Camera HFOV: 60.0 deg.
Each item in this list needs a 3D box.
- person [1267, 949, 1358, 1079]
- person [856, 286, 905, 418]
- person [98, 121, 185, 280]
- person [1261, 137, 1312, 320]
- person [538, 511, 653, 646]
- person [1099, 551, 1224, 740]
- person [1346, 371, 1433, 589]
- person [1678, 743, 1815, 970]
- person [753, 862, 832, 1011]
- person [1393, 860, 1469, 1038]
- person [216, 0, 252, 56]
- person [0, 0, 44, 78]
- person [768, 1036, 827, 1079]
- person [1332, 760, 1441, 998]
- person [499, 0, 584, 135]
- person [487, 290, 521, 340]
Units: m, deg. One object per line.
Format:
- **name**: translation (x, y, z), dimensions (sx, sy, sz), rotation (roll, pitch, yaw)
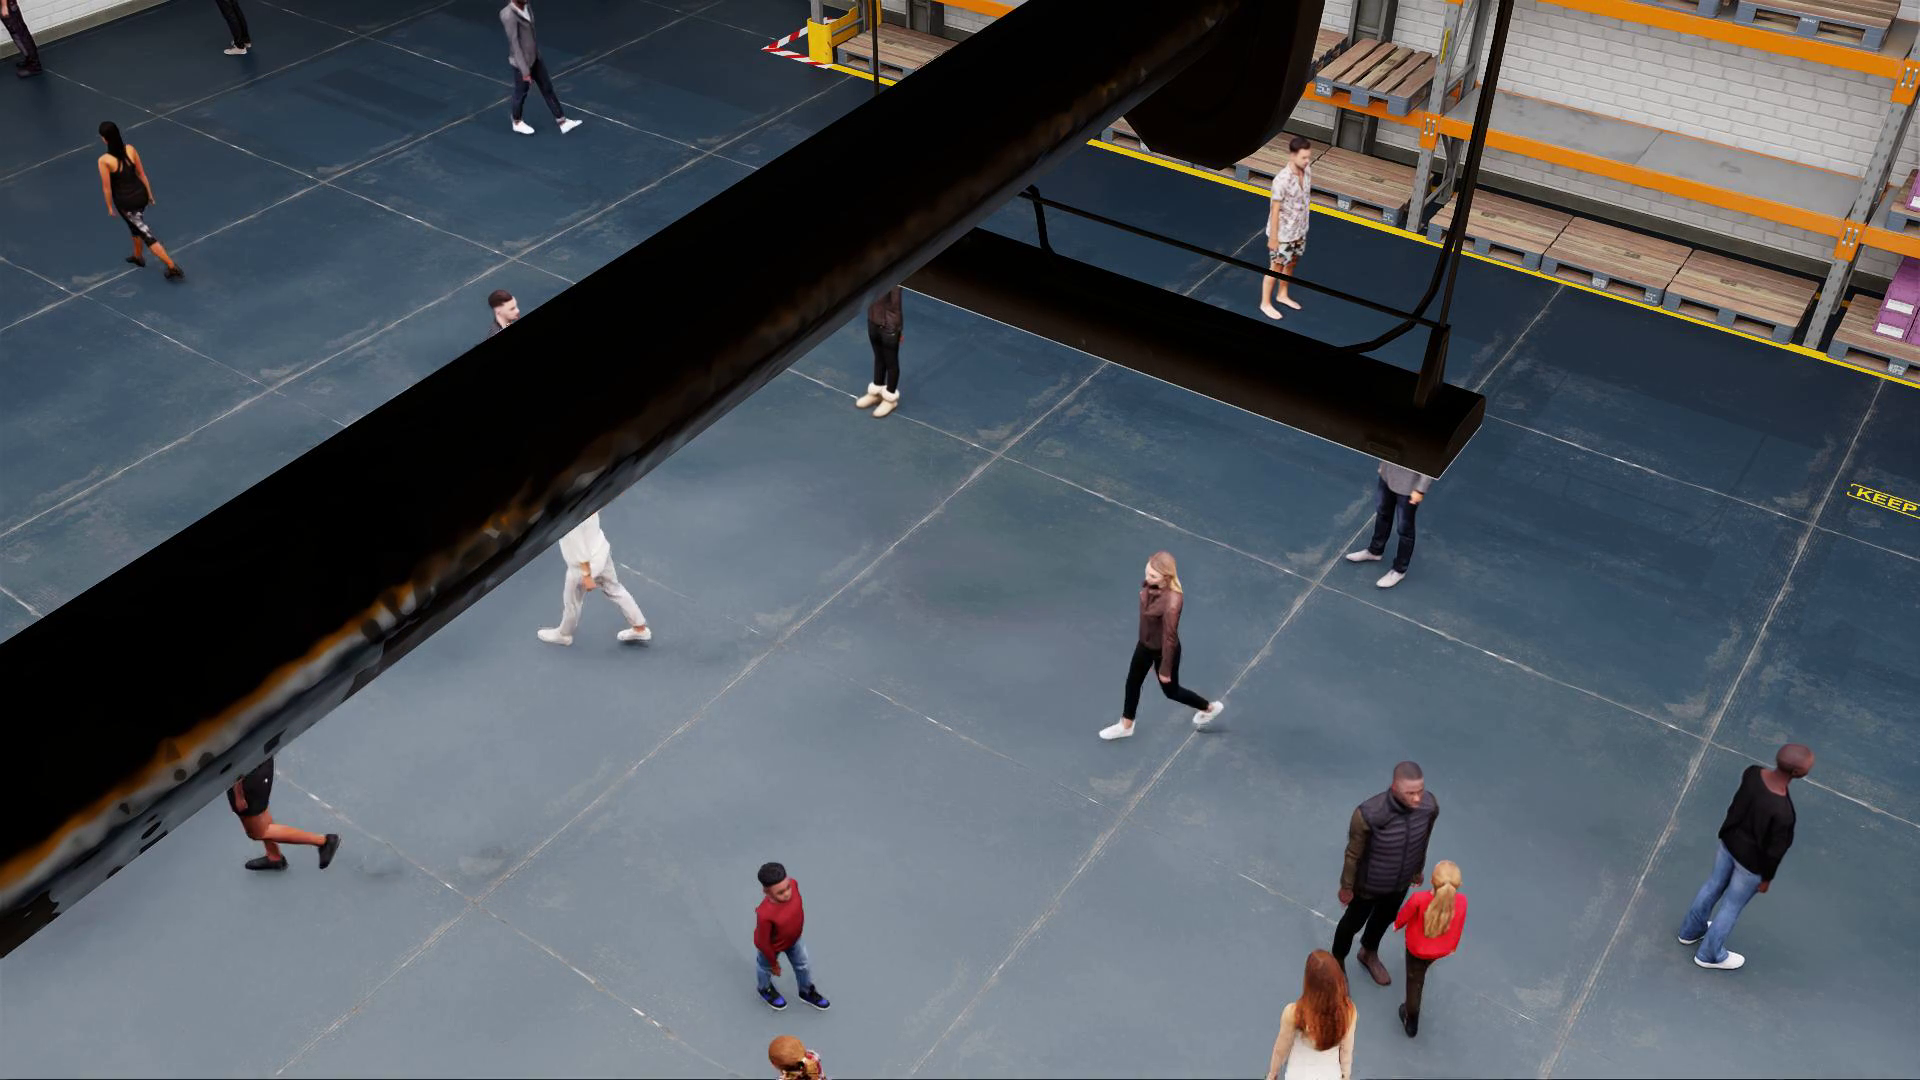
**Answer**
- **person**: translation (1.846, 2.860, 8.527), dimensions (1.111, 1.652, 1.177), rotation (-6, 39, -7)
- **person**: translation (-0.651, -1.881, 14.452), dimensions (0.629, 1.666, 0.686), rotation (8, 39, 10)
- **person**: translation (-8.046, -3.286, 16.246), dimensions (1.090, 1.623, 0.701), rotation (17, 42, 21)
- **person**: translation (3.084, -2.976, 15.708), dimensions (0.713, 1.811, 0.640), rotation (-31, 48, -33)
- **person**: translation (-2.590, 0.138, 11.939), dimensions (1.163, 1.649, 0.972), rotation (3, 39, 4)
- **person**: translation (1.429, 0.730, 11.179), dimensions (1.123, 1.673, 1.096), rotation (-8, 39, -10)
- **person**: translation (3.340, -0.489, 12.544), dimensions (0.842, 1.874, 0.720), rotation (-17, 42, -20)
- **person**: translation (4.602, 1.831, 9.739), dimensions (0.739, 1.748, 0.680), rotation (-6, 39, -8)
- **person**: translation (-1.102, 2.257, 9.613), dimensions (0.660, 1.240, 0.531), rotation (23, 44, 26)
- **person**: translation (2.674, 2.349, 9.485), dimensions (0.840, 1.257, 0.844), rotation (-1, 39, -2)
- **person**: translation (-9.202, -6.967, 20.742), dimensions (0.717, 1.766, 0.702), rotation (2, 39, 2)
- **person**: translation (-11.591, -6.575, 20.185), dimensions (0.816, 1.848, 0.701), rotation (-15, 41, -18)
- **person**: translation (-0.752, 3.009, 8.630), dimensions (0.600, 1.292, 0.586), rotation (18, 42, 21)
- **person**: translation (2.424, 1.923, 9.554), dimensions (0.775, 1.836, 0.793), rotation (-11, 40, -14)
- **person**: translation (-4.980, -5.399, 18.775), dimensions (1.198, 1.770, 0.948), rotation (12, 40, 14)
- **person**: translation (-3.693, -1.207, 13.502), dimensions (1.212, 1.800, 0.937), rotation (8, 39, 10)
